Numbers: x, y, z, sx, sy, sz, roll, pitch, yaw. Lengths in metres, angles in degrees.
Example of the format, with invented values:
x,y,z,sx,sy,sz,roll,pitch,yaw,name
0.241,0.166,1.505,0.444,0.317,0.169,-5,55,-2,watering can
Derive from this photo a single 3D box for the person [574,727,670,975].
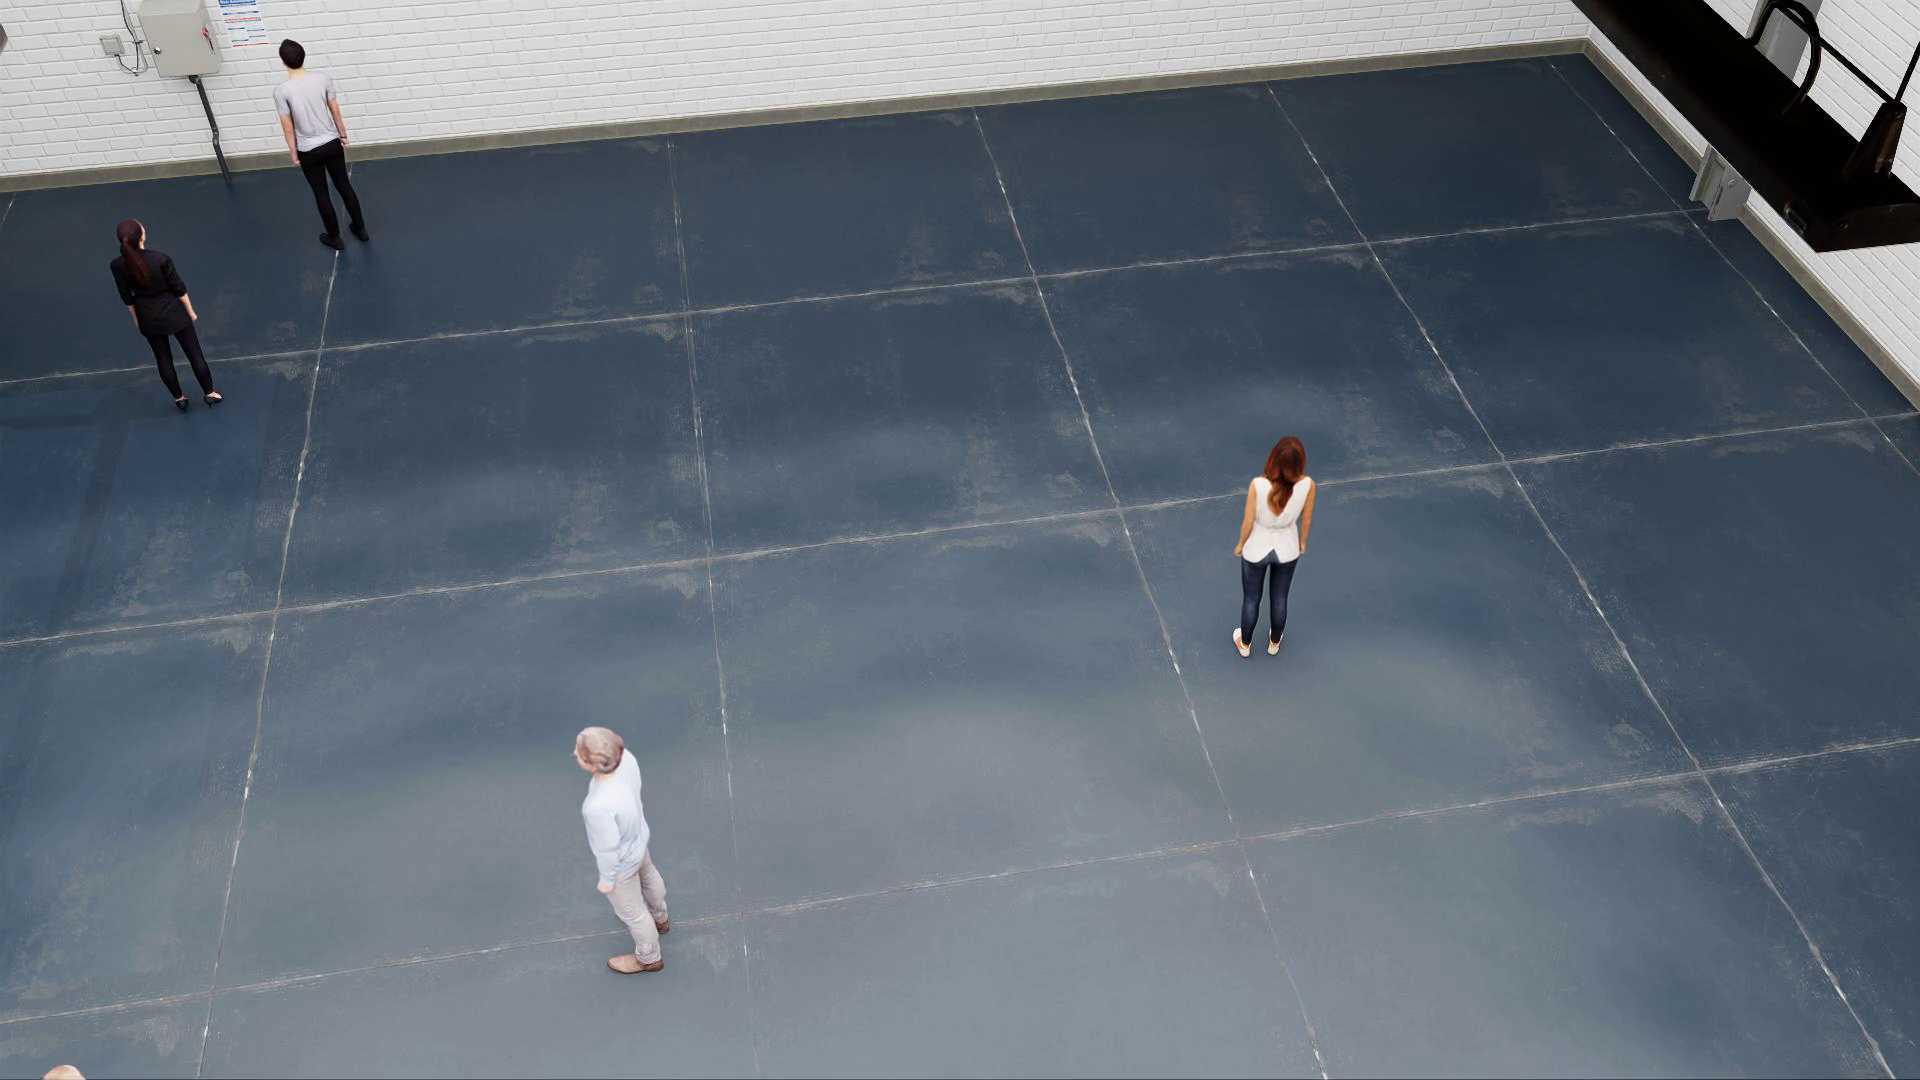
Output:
x,y,z,sx,sy,sz,roll,pitch,yaw,name
-1.796,1.634,8.848,0.789,1.894,0.616,4,44,4,person

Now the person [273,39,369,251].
x,y,z,sx,sy,sz,roll,pitch,yaw,name
-5.428,-3.335,14.087,0.735,1.862,0.732,-31,52,-29,person

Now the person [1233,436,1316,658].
x,y,z,sx,sy,sz,roll,pitch,yaw,name
1.979,0.066,10.573,0.636,1.784,0.585,0,44,0,person

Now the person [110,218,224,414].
x,y,z,sx,sy,sz,roll,pitch,yaw,name
-5.984,-1.667,12.482,0.595,1.660,0.531,-8,44,-8,person
